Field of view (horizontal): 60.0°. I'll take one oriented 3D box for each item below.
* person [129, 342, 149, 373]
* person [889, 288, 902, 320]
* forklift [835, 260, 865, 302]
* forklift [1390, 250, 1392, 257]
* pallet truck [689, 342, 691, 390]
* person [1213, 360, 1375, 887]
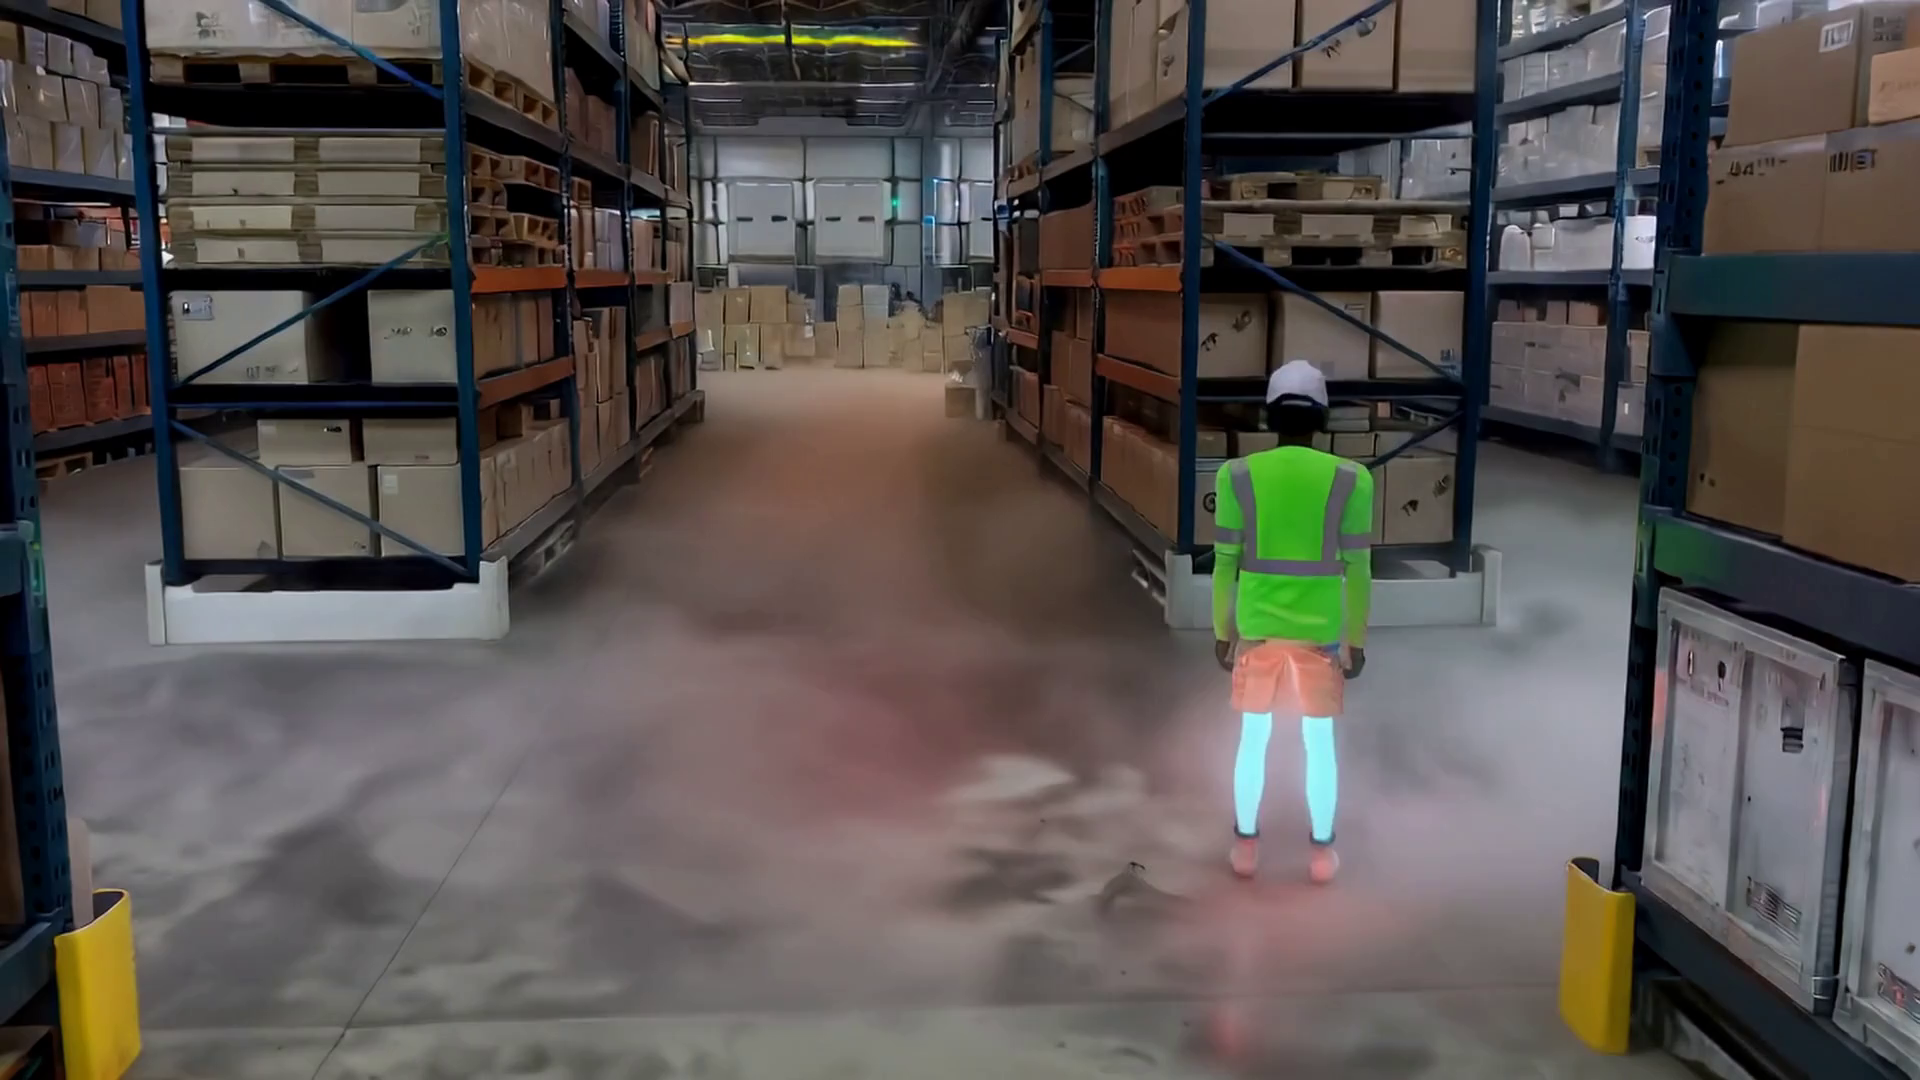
[{"bbox_3d":[-13.657,-3.087,27.986,0.624,1.992,0.386,-1,9,-8],"label":"person"},{"bbox_3d":[-2.311,-7.828,57.981,0.636,1.928,0.385,3,10,19],"label":"person"},{"bbox_3d":[-3.422,-7.307,51.714,1.129,2.768,1.873,-1,9,-4],"label":"forklift"},{"bbox_3d":[7.993,-4.026,31.107,1.129,2.768,1.873,8,12,40],"label":"forklift"},{"bbox_3d":[-5.225,-3.008,27.480,1.885,1.965,0.823,2,9,14],"label":"pallet truck"},{"bbox_3d":[1.285,0.322,6.482,0.609,2.035,0.417,3,9,16],"label":"person"}]
